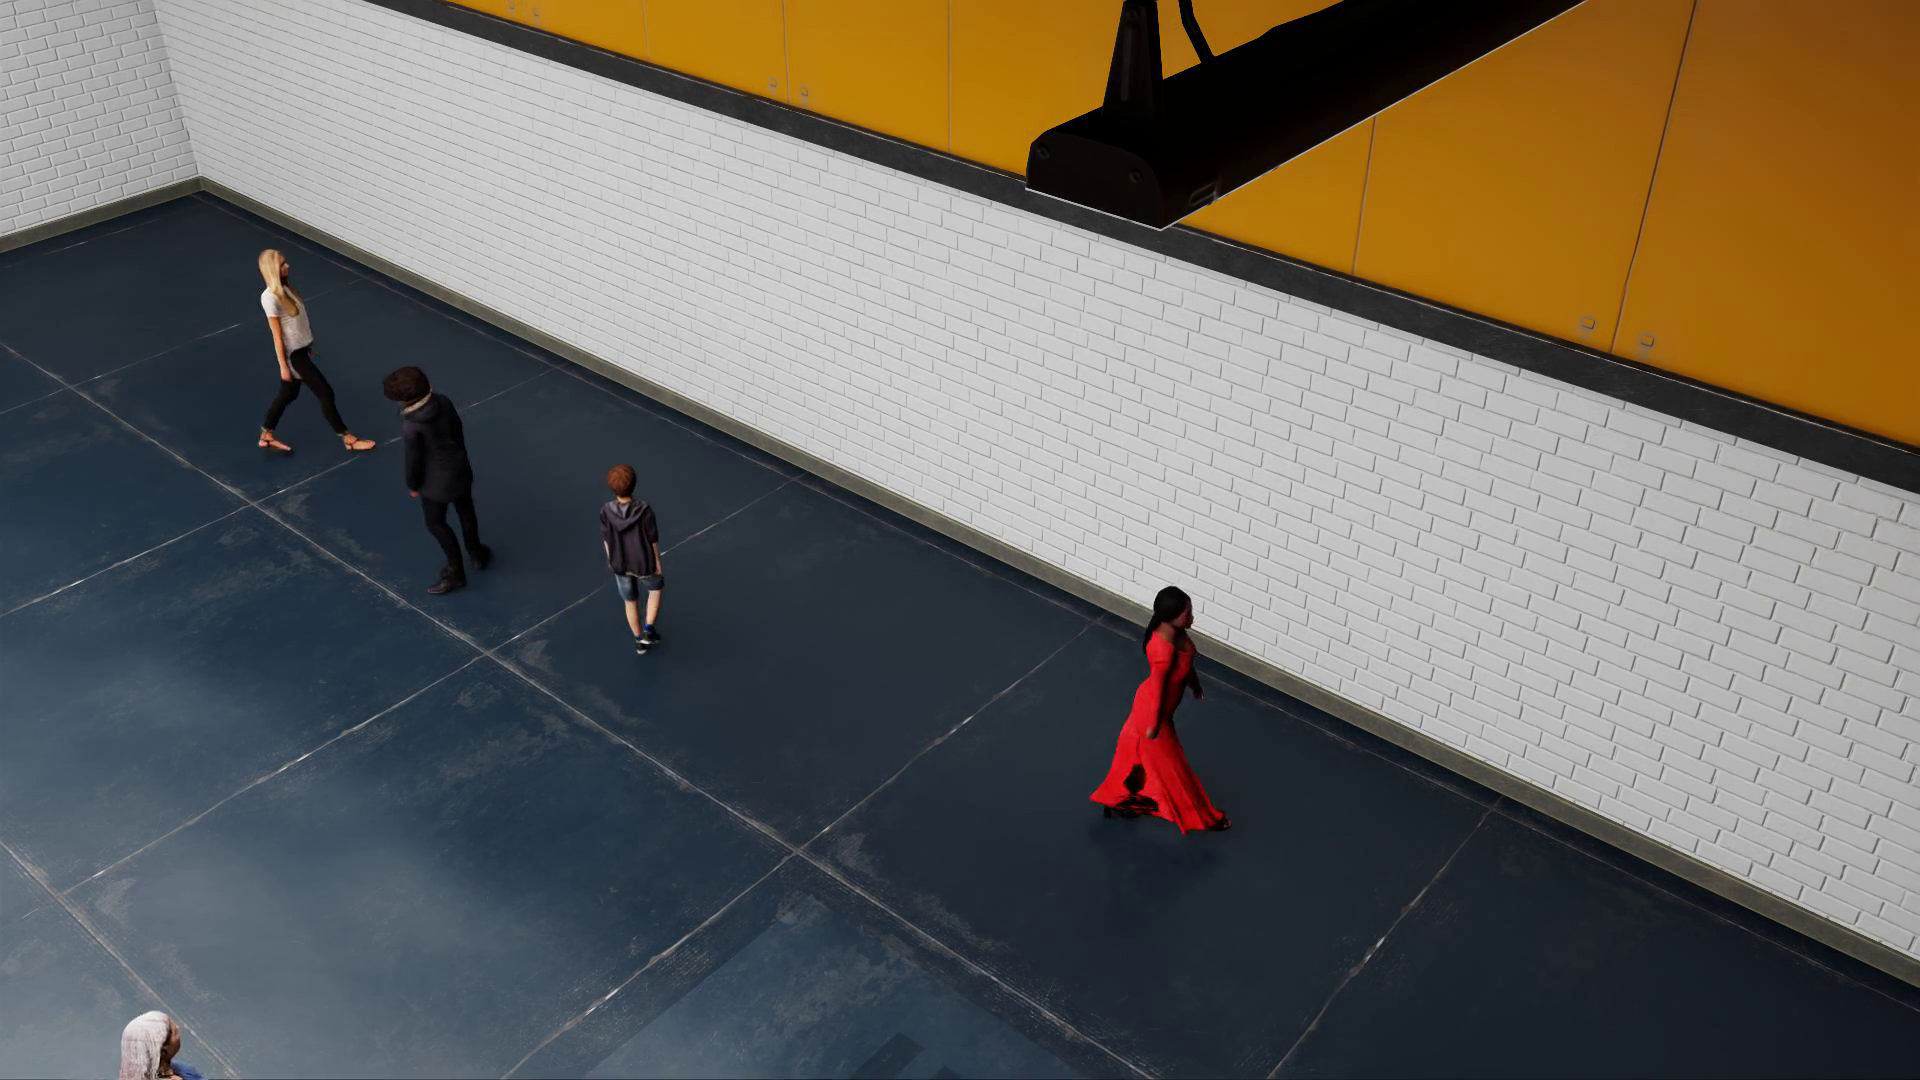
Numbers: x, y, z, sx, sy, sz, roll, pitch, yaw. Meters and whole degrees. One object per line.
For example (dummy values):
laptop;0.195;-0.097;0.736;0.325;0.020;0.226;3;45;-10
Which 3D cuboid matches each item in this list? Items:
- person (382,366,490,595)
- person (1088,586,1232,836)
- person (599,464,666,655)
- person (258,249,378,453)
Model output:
person;-3.627;-0.499;11.829;0.565;1.746;0.926;-28;43;-35
person;1.046;0.991;9.596;1.054;1.746;1.118;4;34;6
person;-2.186;0.170;11.097;0.649;1.442;0.698;1;34;1
person;-5.377;-1.440;13.209;1.216;1.784;1.095;-5;34;-8
